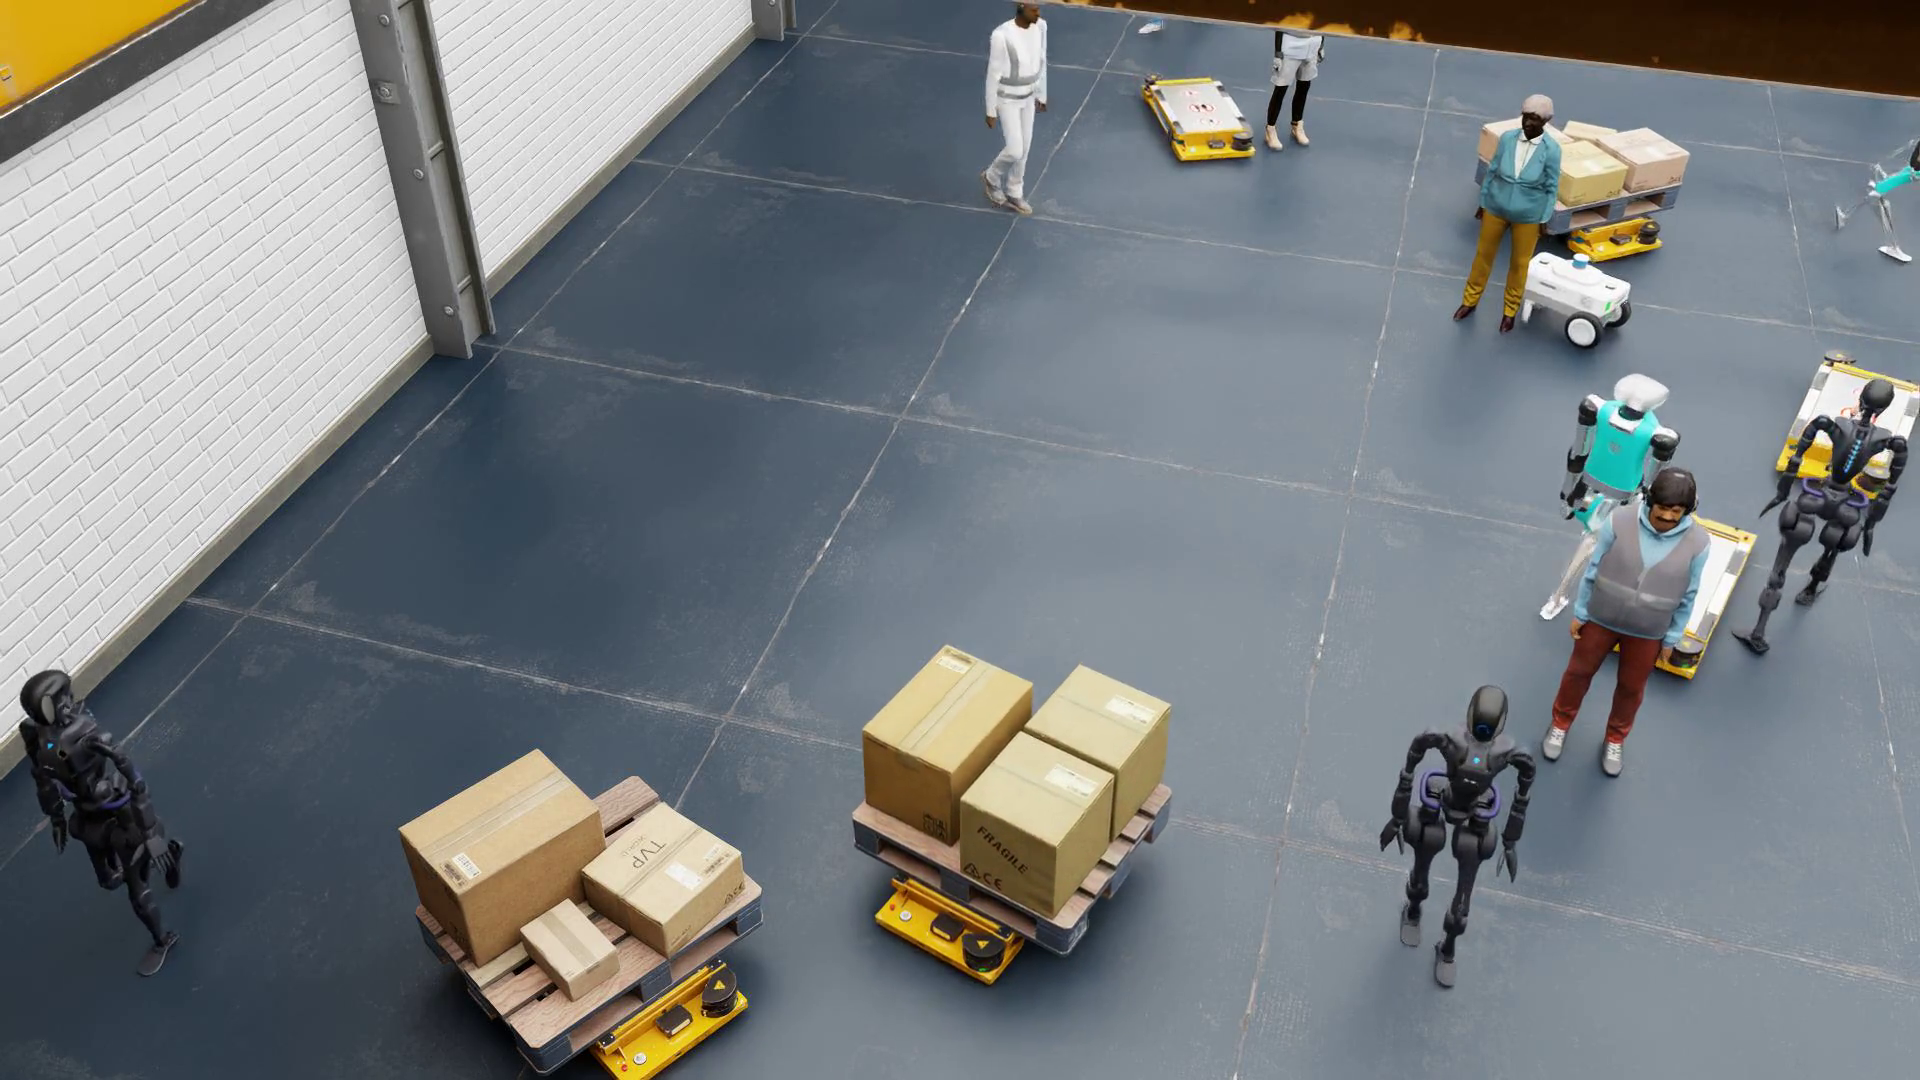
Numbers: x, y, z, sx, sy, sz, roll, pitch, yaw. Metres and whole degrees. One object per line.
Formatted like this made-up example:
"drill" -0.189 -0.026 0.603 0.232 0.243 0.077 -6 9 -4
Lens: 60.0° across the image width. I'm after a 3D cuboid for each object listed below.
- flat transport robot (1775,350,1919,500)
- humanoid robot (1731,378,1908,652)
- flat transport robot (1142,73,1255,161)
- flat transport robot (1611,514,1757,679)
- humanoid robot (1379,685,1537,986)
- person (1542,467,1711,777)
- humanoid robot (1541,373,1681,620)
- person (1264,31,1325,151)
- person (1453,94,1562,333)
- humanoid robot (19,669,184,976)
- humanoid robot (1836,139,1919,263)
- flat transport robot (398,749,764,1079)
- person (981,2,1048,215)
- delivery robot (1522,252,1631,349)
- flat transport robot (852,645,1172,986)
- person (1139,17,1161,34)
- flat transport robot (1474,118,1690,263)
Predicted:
"flat transport robot" 5.889 -0.766 10.957 0.659 0.231 1.431 22 44 25
"humanoid robot" 4.744 -0.166 9.127 0.585 1.610 0.775 18 42 21
"flat transport robot" 2.087 -3.742 14.659 0.659 0.231 1.431 -5 39 -7
"flat transport robot" 4.151 0.232 9.715 0.659 0.231 1.431 23 44 25
"humanoid robot" 2.165 1.281 7.289 0.601 1.643 0.524 10 40 12
"person" 3.319 0.385 8.252 0.528 1.871 0.417 17 42 20
"humanoid robot" 3.638 -0.228 9.144 0.545 1.795 0.831 32 48 33
"person" 2.840 -4.110 13.983 0.528 1.688 0.321 -17 42 -20
"person" 3.881 -2.286 11.661 0.521 1.754 0.346 23 44 26
"humanoid robot" -3.738 1.198 7.399 0.613 1.642 0.579 10 40 12
"humanoid robot" 7.158 -2.980 12.570 0.559 1.800 0.945 -23 44 -26
"flat transport robot" -1.679 1.866 7.684 0.659 0.231 1.431 -31 48 -32
"person" 0.438 -3.418 12.972 0.622 1.874 0.425 -32 48 -33
"delivery robot" 4.437 -1.751 11.970 0.785 0.614 0.505 31 48 33
"flat transport robot" 0.264 1.498 8.141 0.659 0.231 1.431 23 44 26
"person" 2.121 -5.767 16.032 0.716 1.697 0.480 -30 47 -32
"flat transport robot" 4.887 -2.668 13.322 0.659 0.231 1.431 -14 41 -17
